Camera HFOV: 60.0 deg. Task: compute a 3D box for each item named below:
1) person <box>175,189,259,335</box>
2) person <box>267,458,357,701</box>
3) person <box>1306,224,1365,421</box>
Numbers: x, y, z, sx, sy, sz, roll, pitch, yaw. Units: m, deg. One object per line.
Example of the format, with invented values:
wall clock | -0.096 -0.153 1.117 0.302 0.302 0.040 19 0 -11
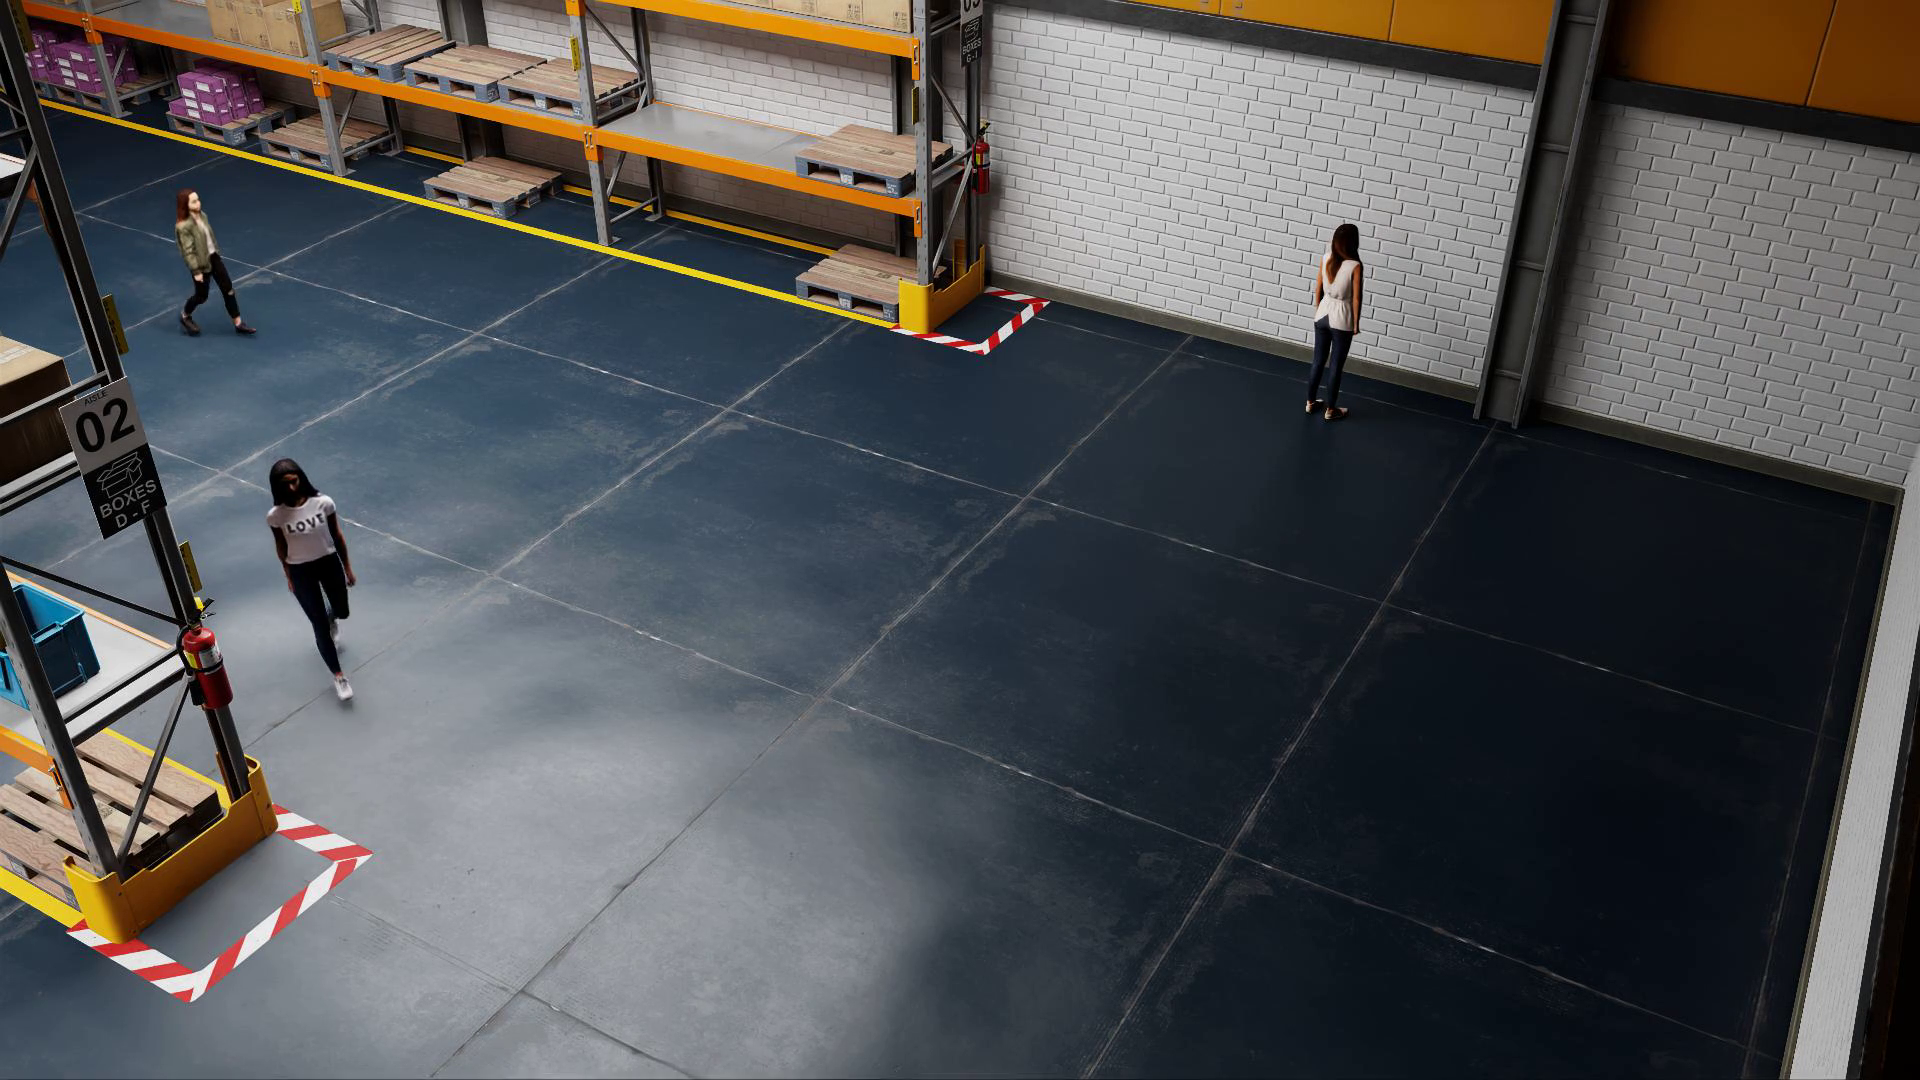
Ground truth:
person | -7.174 -2.584 15.639 1.061 1.446 0.782 8 34 12
person | -4.336 0.192 11.183 0.898 1.755 1.127 -19 38 -27
person | 3.209 -1.874 14.264 0.714 1.785 0.557 -28 43 -35
